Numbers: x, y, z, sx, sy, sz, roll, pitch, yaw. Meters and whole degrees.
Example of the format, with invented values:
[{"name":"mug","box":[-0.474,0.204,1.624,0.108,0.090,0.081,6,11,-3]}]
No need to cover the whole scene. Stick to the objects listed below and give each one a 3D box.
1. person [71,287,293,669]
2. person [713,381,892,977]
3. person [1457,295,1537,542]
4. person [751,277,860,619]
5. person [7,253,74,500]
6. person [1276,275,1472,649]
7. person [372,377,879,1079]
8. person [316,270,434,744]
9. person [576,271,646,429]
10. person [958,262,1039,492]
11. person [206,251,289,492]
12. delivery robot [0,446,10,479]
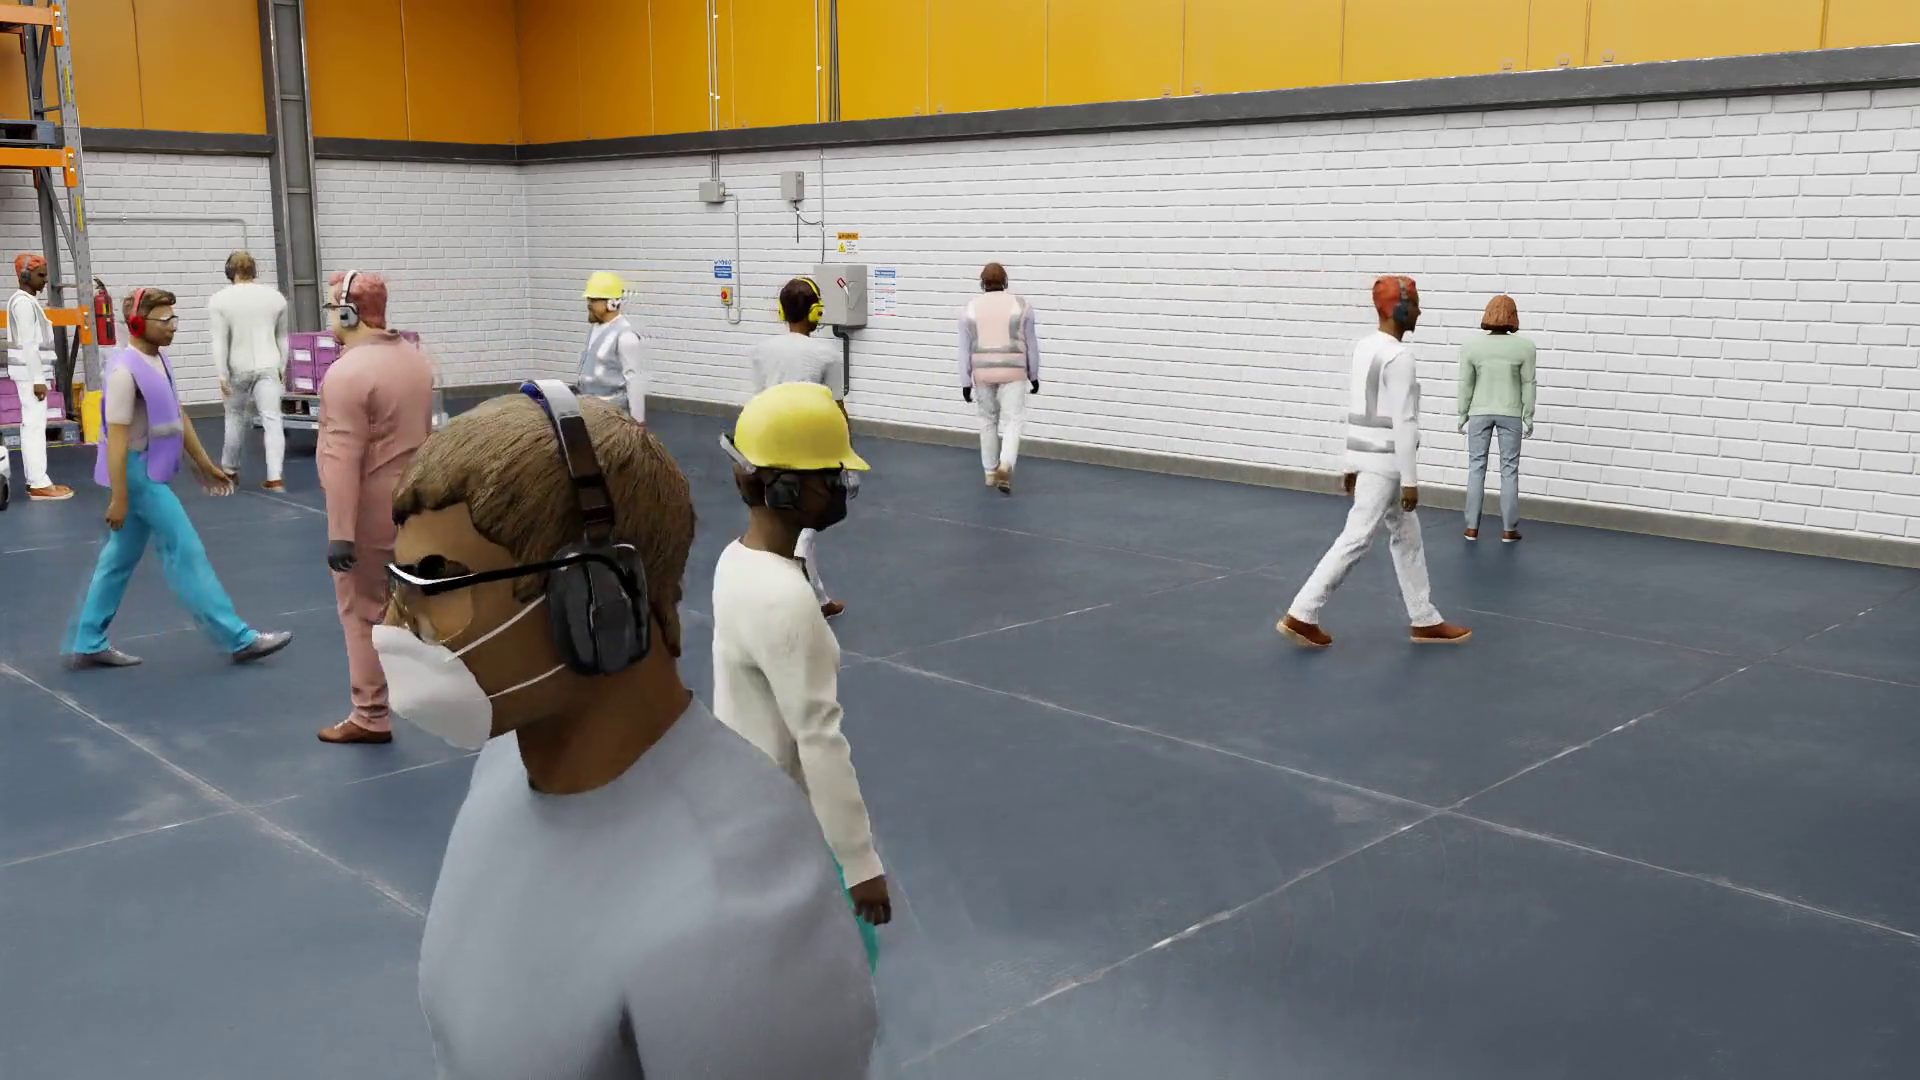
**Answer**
[{"name":"person","box":[-3.706,-0.269,7.714,1.002,1.783,0.582,-3,11,-17]},{"name":"person","box":[-0.290,0.566,3.283,0.690,1.745,0.539,-2,11,-10]},{"name":"person","box":[3.548,-0.801,11.020,0.498,1.634,0.279,4,11,23]},{"name":"person","box":[-0.801,-0.400,8.344,0.551,1.827,0.986,4,11,22]},{"name":"person","box":[-7.117,-1.253,12.798,0.362,1.886,0.575,-6,12,-29]},{"name":"person","box":[2.025,-0.365,8.100,0.988,1.842,0.584,0,10,-3]},{"name":"person","box":[-0.209,0.809,1.495,0.682,1.918,0.636,-6,12,-29]},{"name":"person","box":[-2.262,-0.111,6.546,0.589,1.890,0.663,2,11,9]},{"name":"person","box":[-2.293,-0.912,11.209,0.894,1.804,0.579,-6,12,-31]},{"name":"person","box":[0.302,-1.297,13.230,0.635,1.818,0.820,3,11,14]},{"name":"person","box":[-5.695,-1.350,13.320,0.648,1.888,0.995,-8,13,-39]},{"name":"delivery robot","box":[-7.339,-0.556,12.374,0.477,0.478,0.707,-3,11,-17]}]
